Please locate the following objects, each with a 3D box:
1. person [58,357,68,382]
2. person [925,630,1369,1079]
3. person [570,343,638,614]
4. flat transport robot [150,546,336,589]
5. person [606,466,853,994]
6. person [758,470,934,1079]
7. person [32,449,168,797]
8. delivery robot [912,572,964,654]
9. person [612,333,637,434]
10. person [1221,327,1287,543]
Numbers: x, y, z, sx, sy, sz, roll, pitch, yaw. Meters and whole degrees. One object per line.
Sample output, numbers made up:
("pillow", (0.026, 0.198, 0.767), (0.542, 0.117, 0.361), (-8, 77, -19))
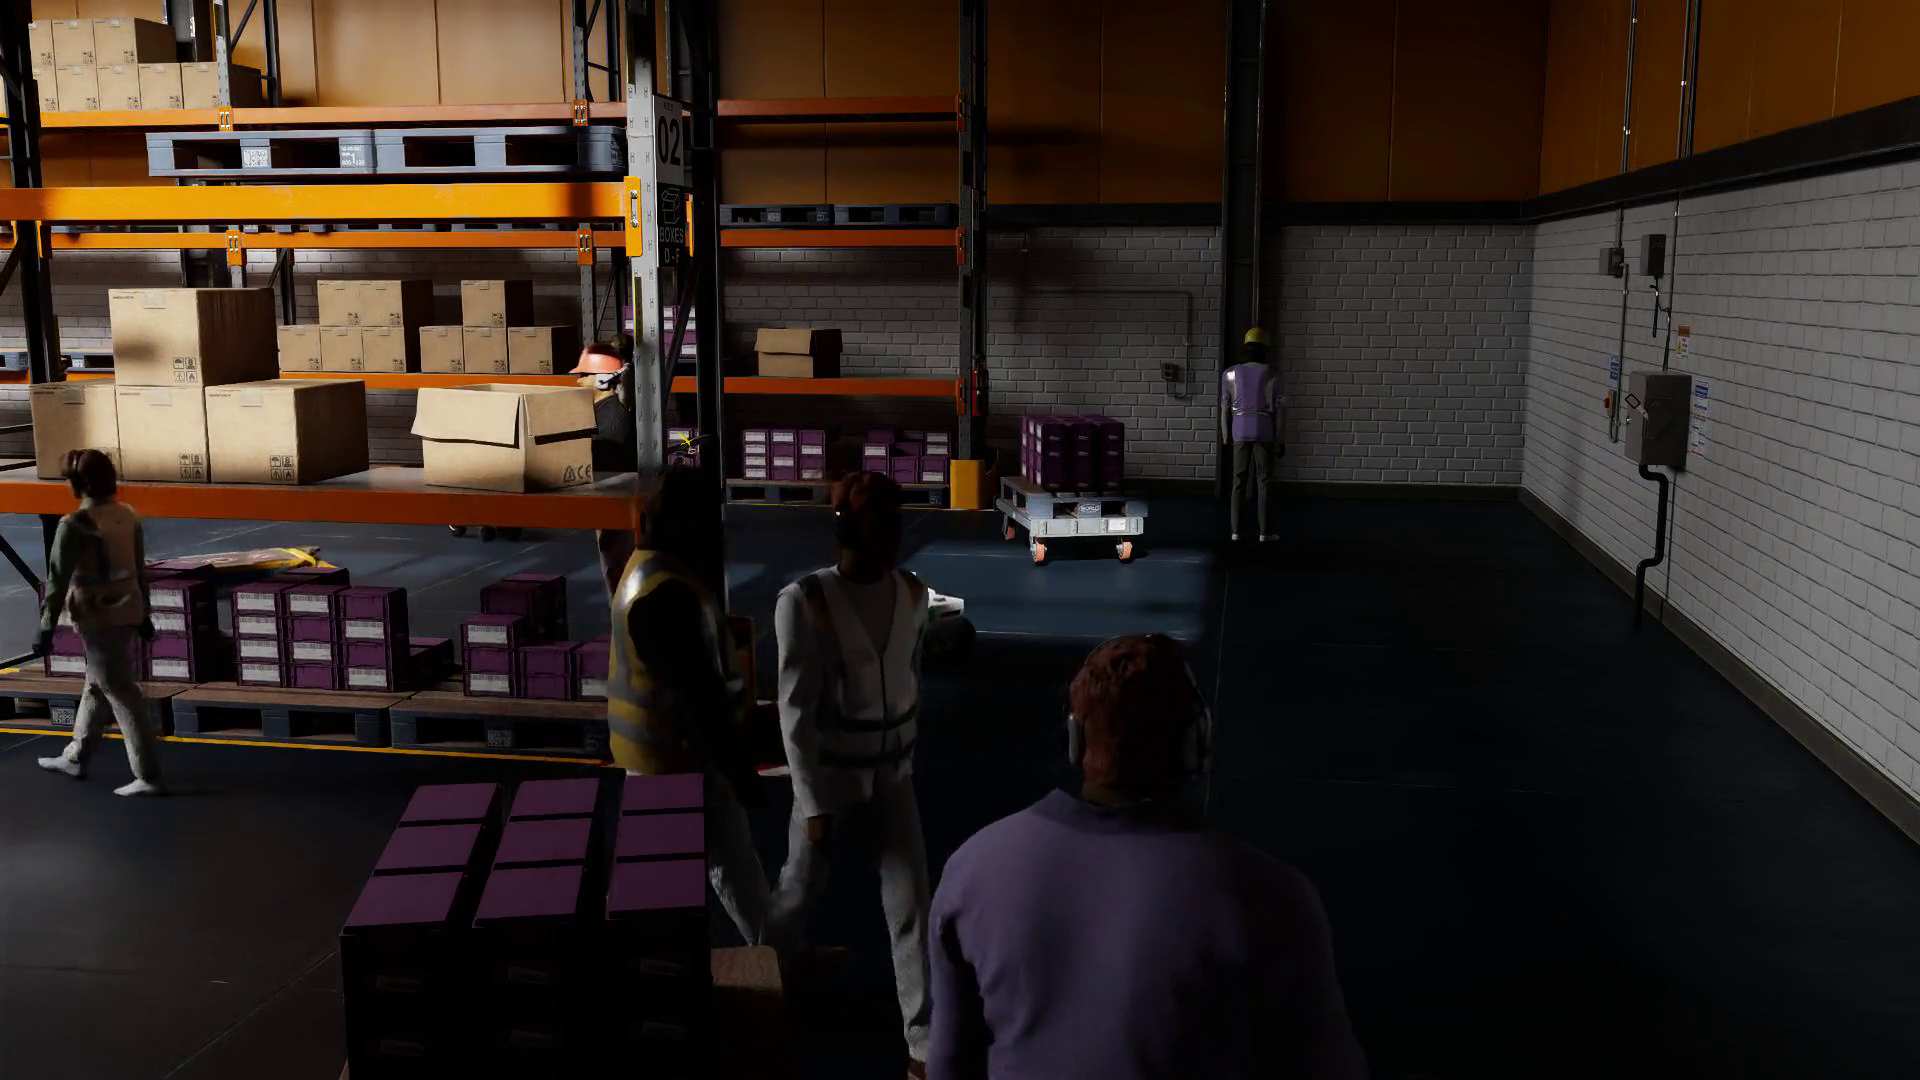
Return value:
("person", (-8.234, -0.853, 15.213), (0.309, 1.641, 0.513), (-1, 9, -6))
("person", (0.297, 1.068, 2.674), (0.650, 1.843, 1.034), (6, 11, 34))
("person", (-2.080, -0.153, 9.804), (0.394, 1.985, 0.609), (-2, 9, -15))
("flat transport robot", (-5.553, 0.237, 12.688), (1.431, 0.197, 0.652), (-7, 11, -35))
("person", (-0.759, 0.672, 5.239), (0.900, 1.799, 0.636), (-1, 9, -6))
("person", (-0.343, 0.698, 4.992), (0.570, 1.844, 0.975), (-7, 12, -37))
("person", (-4.020, 0.390, 7.620), (0.801, 1.606, 0.518), (1, 9, 4))
("delivery robot", (-0.320, 0.439, 10.269), (0.707, 0.478, 0.477), (8, 12, 41))
("person", (-3.122, -1.016, 15.593), (0.345, 1.847, 0.508), (1, 9, 5))
("person", (2.615, -0.925, 14.802), (0.584, 1.918, 0.376), (4, 10, 22))
